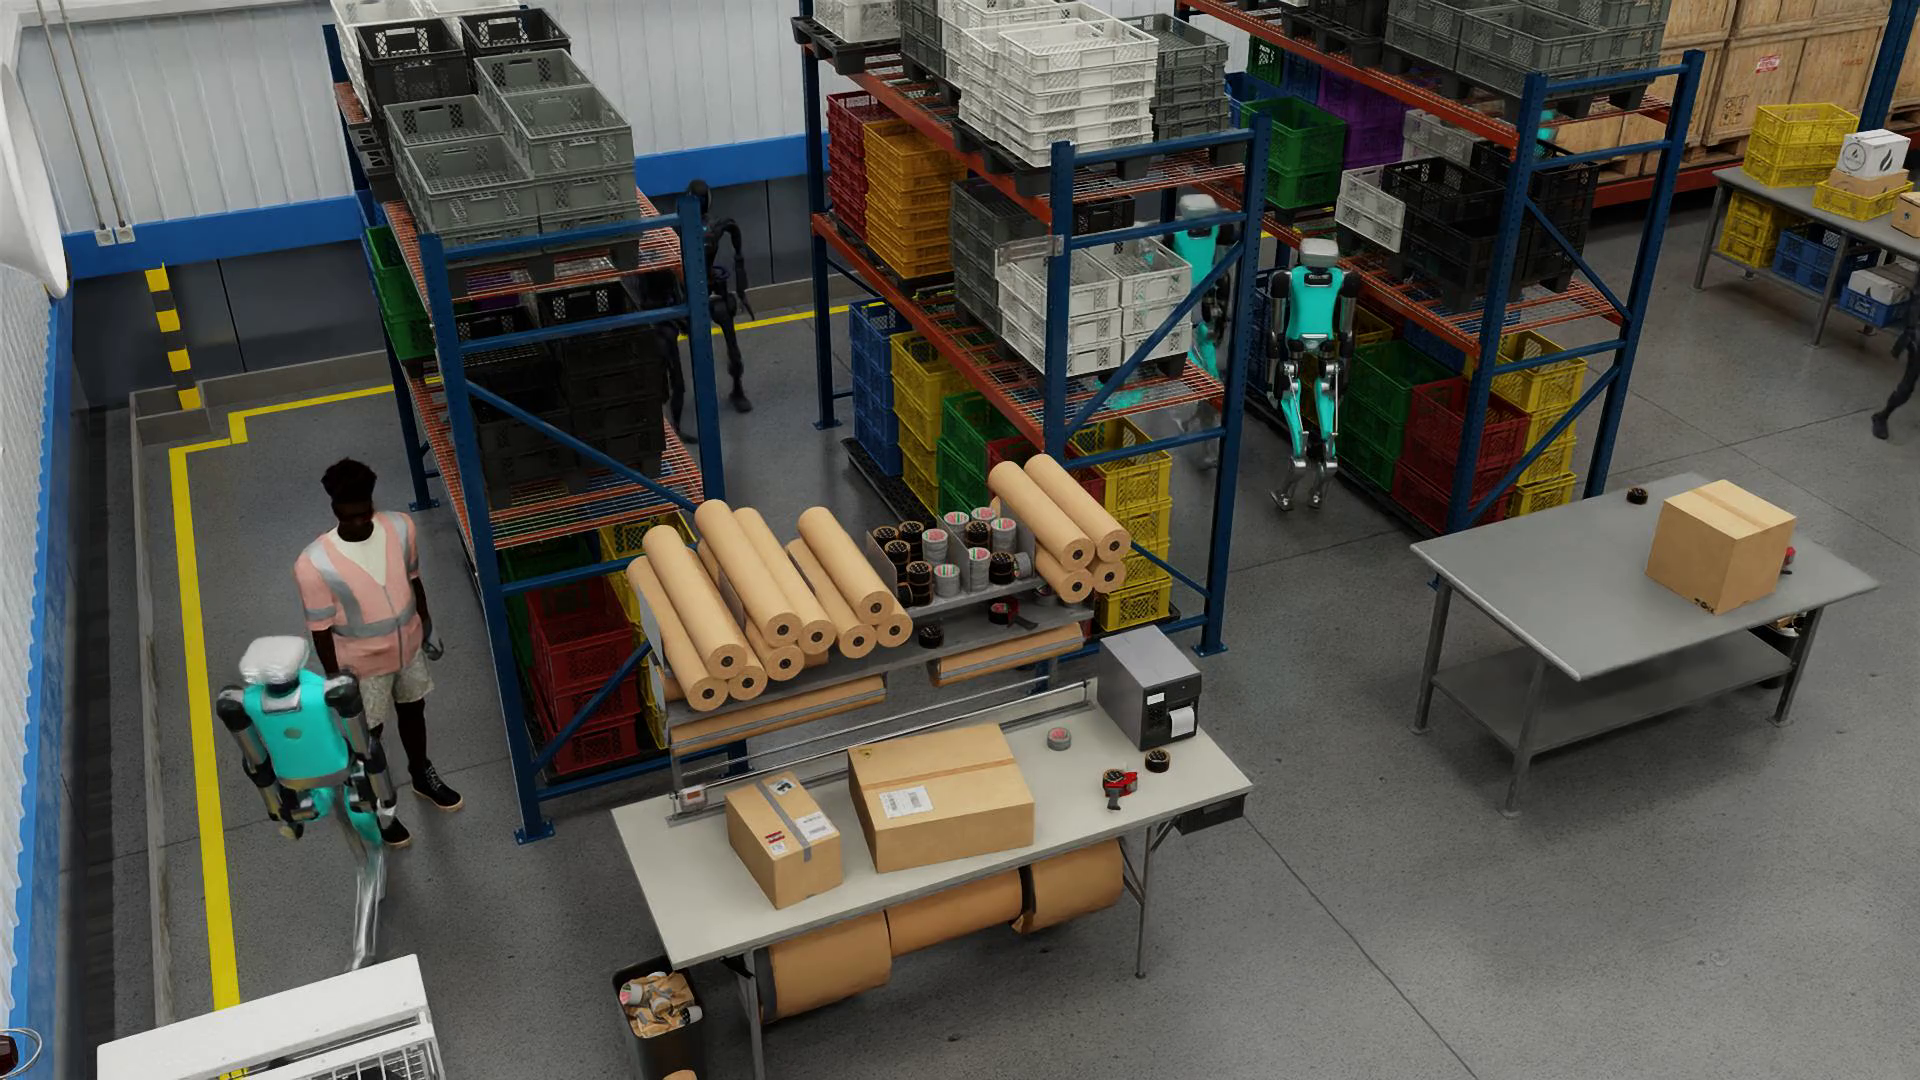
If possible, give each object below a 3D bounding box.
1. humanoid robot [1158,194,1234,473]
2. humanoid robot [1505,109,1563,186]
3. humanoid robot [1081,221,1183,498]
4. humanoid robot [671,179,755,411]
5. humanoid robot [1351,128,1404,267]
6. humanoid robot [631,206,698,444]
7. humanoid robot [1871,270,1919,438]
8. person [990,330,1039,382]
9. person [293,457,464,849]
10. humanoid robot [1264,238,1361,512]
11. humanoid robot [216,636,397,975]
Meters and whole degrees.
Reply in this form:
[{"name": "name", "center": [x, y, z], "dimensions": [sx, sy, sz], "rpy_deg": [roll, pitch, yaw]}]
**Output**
[{"name": "humanoid robot", "center": [1.593, -1.261, 10.674], "dimensions": [0.538, 1.787, 1.016], "rpy_deg": [-11, 33, -17]}, {"name": "humanoid robot", "center": [4.335, -2.881, 13.262], "dimensions": [0.534, 1.774, 0.877], "rpy_deg": [-10, 33, -15]}, {"name": "humanoid robot", "center": [0.950, -1.003, 10.200], "dimensions": [0.549, 1.787, 0.782], "rpy_deg": [20, 37, 29]}, {"name": "humanoid robot", "center": [-1.705, -1.643, 11.286], "dimensions": [0.603, 1.651, 0.321], "rpy_deg": [-11, 33, -18]}, {"name": "humanoid robot", "center": [3.240, -2.685, 13.023], "dimensions": [0.611, 1.620, 0.789], "rpy_deg": [-11, 33, -18]}, {"name": "humanoid robot", "center": [-2.022, -1.390, 10.895], "dimensions": [0.533, 1.646, 0.603], "rpy_deg": [5, 32, 9]}, {"name": "humanoid robot", "center": [6.463, -1.396, 10.908], "dimensions": [0.597, 1.642, 0.400], "rpy_deg": [3, 32, 5]}, {"name": "person", "center": [0.479, -2.097, 11.734], "dimensions": [0.719, 2.000, 0.620], "rpy_deg": [-5, 32, -9]}, {"name": "person", "center": [-2.625, 0.498, 7.546], "dimensions": [0.368, 1.962, 0.607], "rpy_deg": [21, 38, 31]}, {"name": "humanoid robot", "center": [2.100, -0.901, 9.906], "dimensions": [0.533, 1.677, 0.735], "rpy_deg": [0, 32, 0]}, {"name": "humanoid robot", "center": [-2.622, 0.979, 6.985], "dimensions": [0.551, 1.712, 0.987], "rpy_deg": [-4, 32, -7]}]
